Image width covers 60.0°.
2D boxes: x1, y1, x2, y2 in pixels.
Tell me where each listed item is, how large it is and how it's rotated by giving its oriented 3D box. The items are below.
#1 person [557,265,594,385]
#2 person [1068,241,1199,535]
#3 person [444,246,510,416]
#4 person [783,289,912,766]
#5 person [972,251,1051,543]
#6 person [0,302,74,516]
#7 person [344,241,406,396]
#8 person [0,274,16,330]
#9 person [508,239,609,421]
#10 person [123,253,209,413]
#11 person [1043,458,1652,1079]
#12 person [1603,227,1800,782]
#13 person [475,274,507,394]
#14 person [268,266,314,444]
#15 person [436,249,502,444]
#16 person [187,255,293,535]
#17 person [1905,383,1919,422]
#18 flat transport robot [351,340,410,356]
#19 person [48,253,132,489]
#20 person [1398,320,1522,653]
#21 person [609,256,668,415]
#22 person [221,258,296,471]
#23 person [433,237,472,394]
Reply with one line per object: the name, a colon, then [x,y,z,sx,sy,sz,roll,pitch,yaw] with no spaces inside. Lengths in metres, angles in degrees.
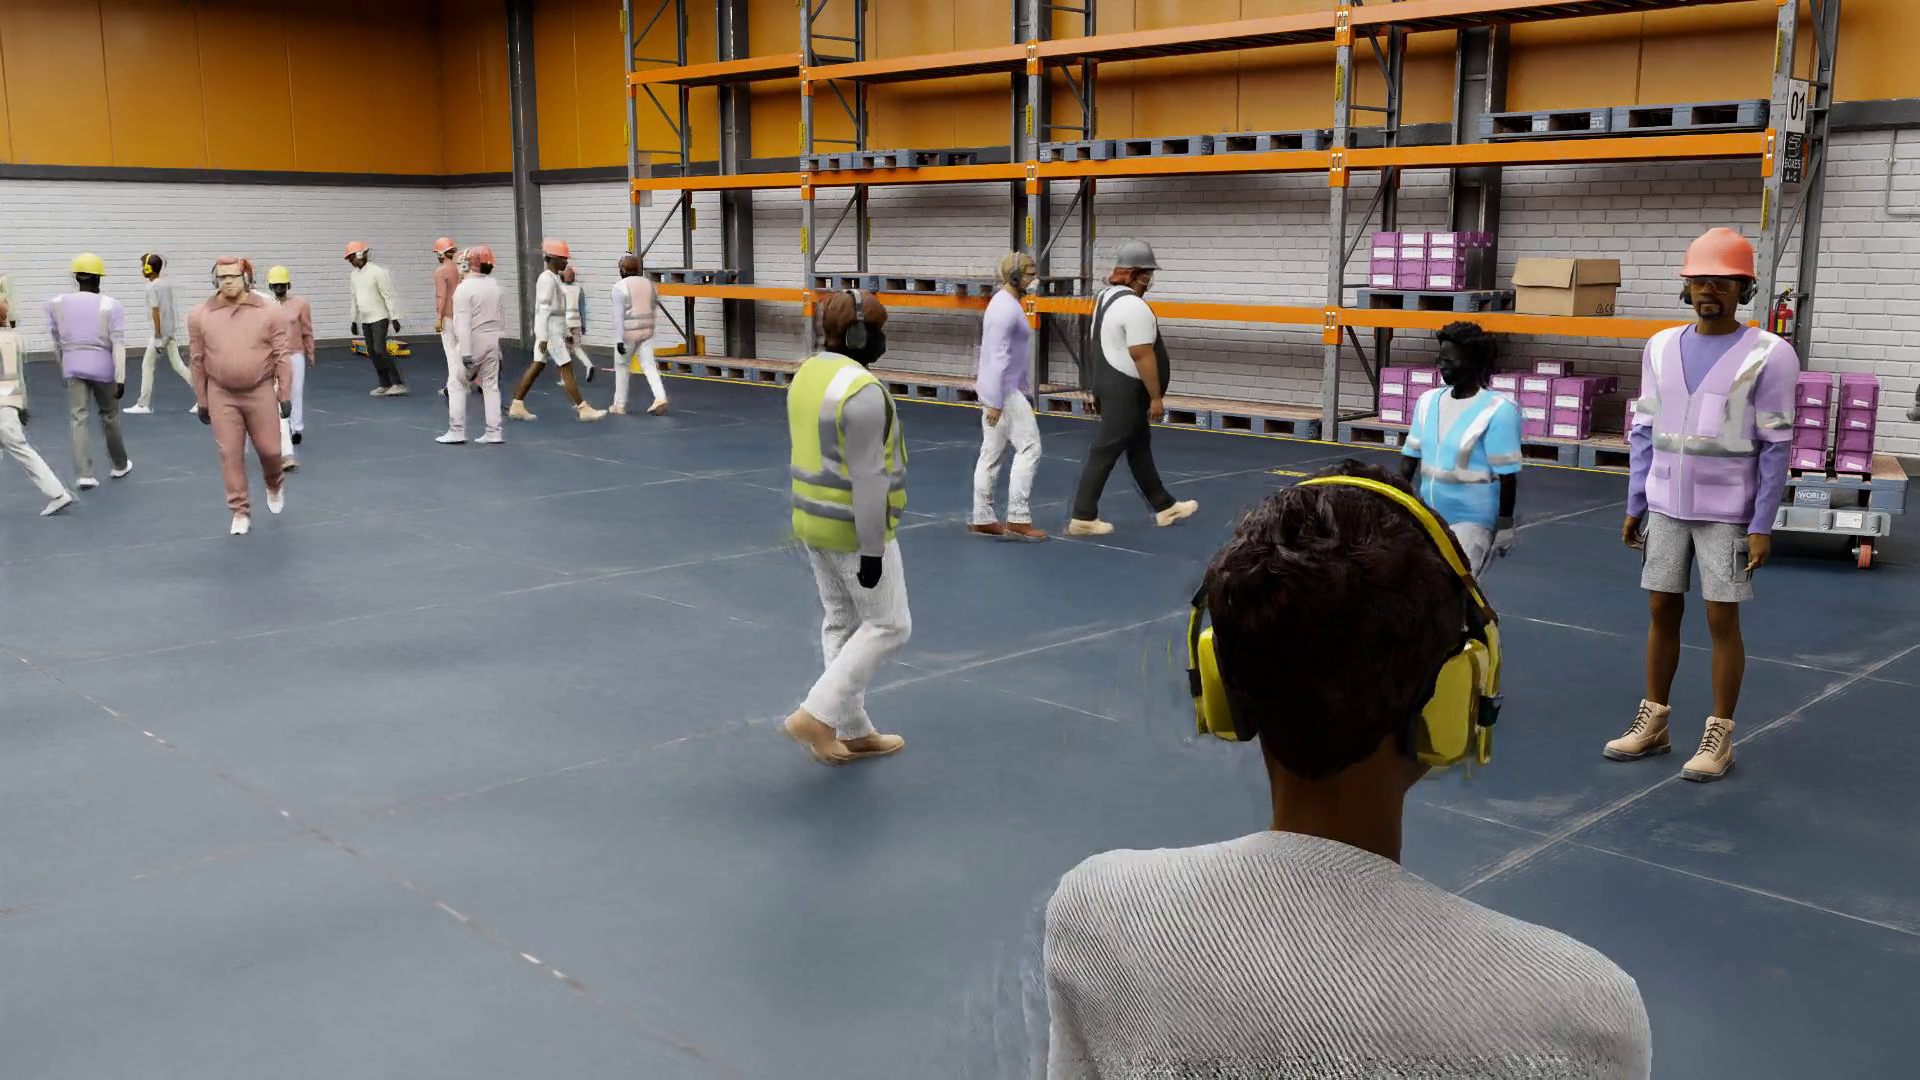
person: [-5.219,-2.869,22.334,0.568,1.621,0.520,9,14,40]
person: [1.186,-1.056,11.301,1.026,2.000,0.704,-2,11,-12]
person: [-5.400,-2.321,18.544,0.734,1.903,0.562,-6,12,-29]
person: [-0.427,-0.027,6.287,0.466,1.829,0.627,-6,12,-29]
person: [0.377,-0.942,11.019,0.679,1.913,0.644,0,10,-2]
person: [-6.878,-0.955,11.976,0.892,1.589,0.515,-1,10,-7]
person: [-7.406,-2.777,20.936,0.645,1.947,0.535,7,13,35]
person: [-13.945,-3.239,23.923,0.585,1.786,0.947,2,11,12]
person: [-4.445,-2.264,18.069,1.076,1.987,0.641,-3,11,-13]
person: [-9.037,-2.339,18.906,0.978,1.828,0.549,0,10,1]
person: [0.260,0.867,1.338,0.529,1.849,0.639,8,13,38]
person: [2.762,-0.127,6.220,0.367,2.048,0.607,-8,13,-36]
person: [-6.096,-2.719,21.251,0.545,1.702,0.933,-4,11,-21]
person: [-6.581,-1.790,16.176,0.549,1.712,0.919,-3,11,-16]
person: [-4.791,-1.864,16.145,0.709,1.886,0.653,4,11,22]
person: [-4.934,-1.008,11.458,0.646,1.895,0.622,-3,11,-17]
person: [6.778,-0.953,11.327,0.590,1.831,0.489,-4,11,-20]
flat transport robot: [-9.823,-3.262,28.162,0.652,0.197,1.431,-6,12,-31]
person: [-7.052,-1.378,13.513,0.590,1.873,0.993,-2,11,-12]
person: [2.010,-0.079,7.000,0.815,1.660,0.540,-5,11,-23]
person: [-3.625,-2.294,18.742,0.911,1.805,0.639,10,14,44]
person: [-6.081,-1.496,14.305,0.997,1.839,0.589,8,13,36]
person: [-6.508,-2.853,21.235,0.400,1.989,0.623,3,11,18]
